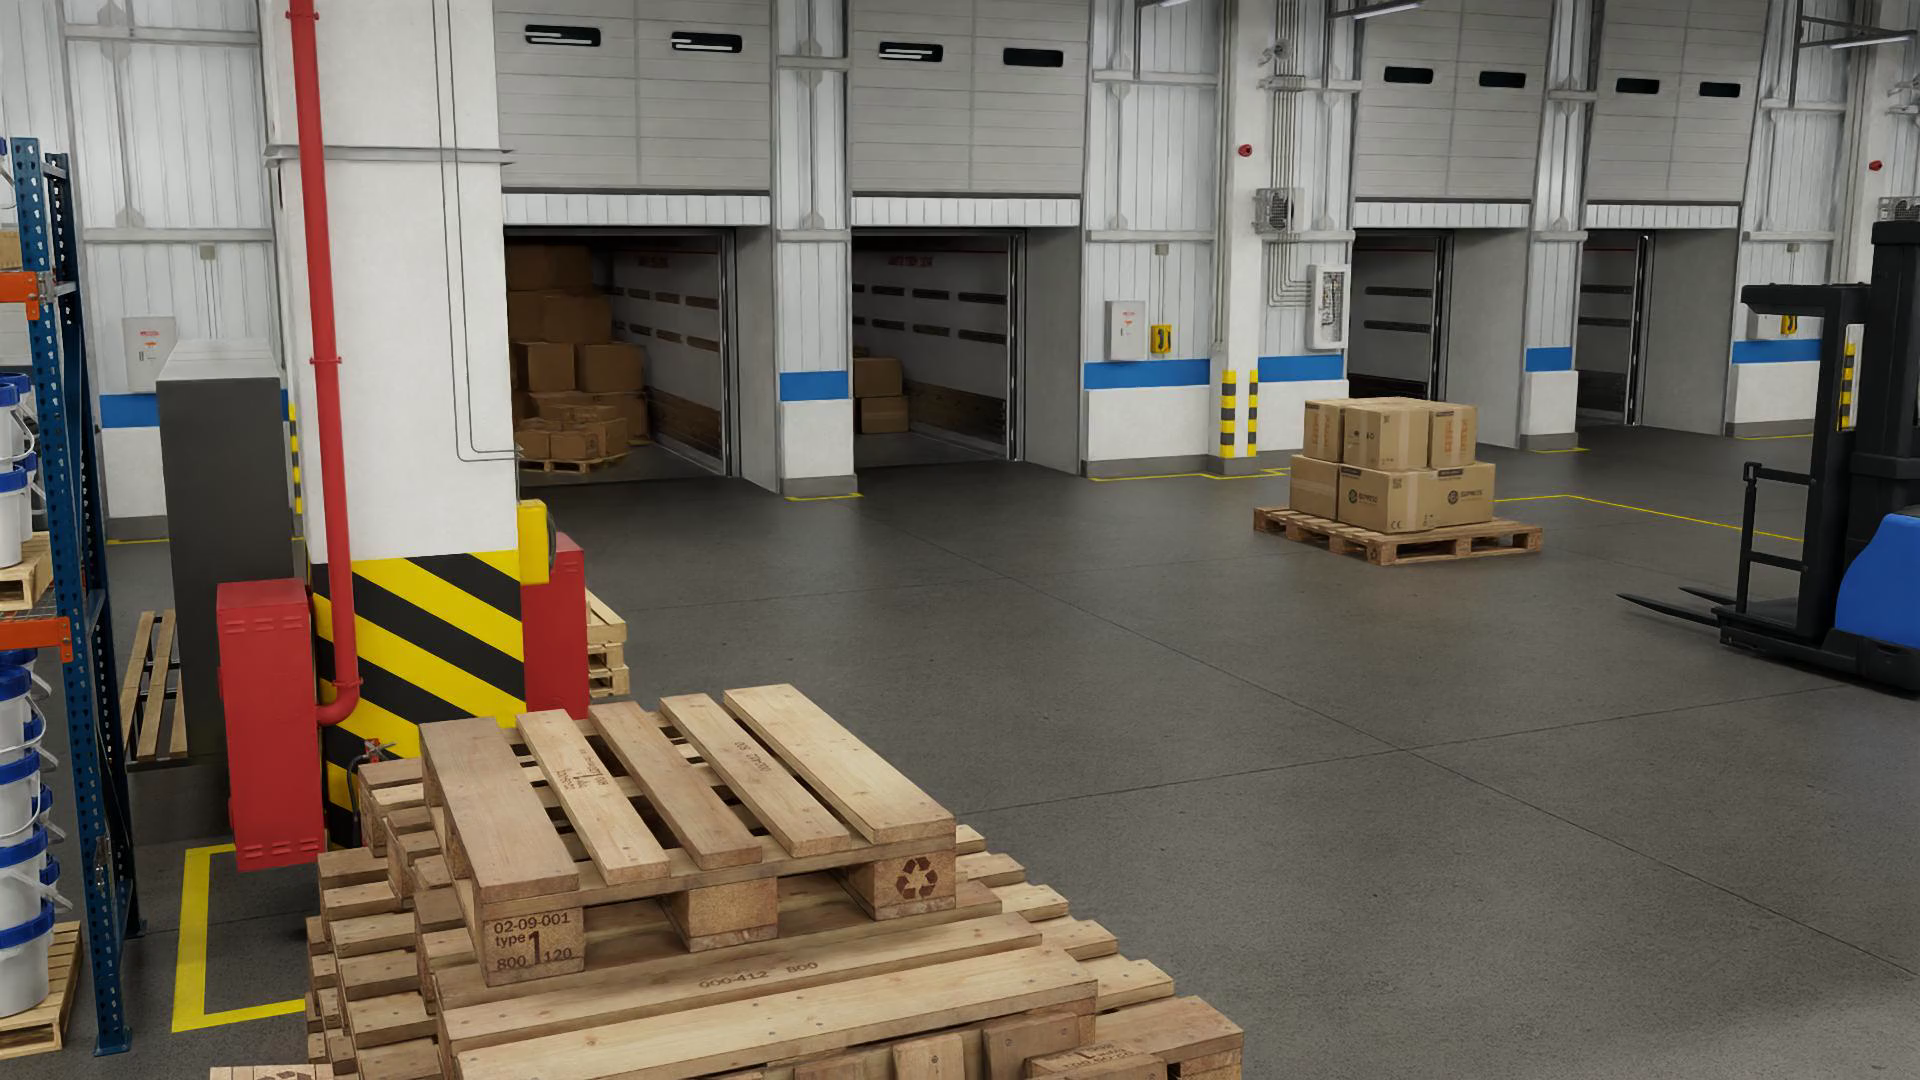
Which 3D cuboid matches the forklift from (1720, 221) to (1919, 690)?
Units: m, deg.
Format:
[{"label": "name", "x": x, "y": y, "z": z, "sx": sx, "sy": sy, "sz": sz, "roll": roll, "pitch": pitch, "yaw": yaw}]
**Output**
[{"label": "forklift", "x": 5.949, "y": -0.550, "z": 10.218, "sx": 1.129, "sy": 2.768, "sz": 1.873, "roll": -4, "pitch": 11, "yaw": -23}]
